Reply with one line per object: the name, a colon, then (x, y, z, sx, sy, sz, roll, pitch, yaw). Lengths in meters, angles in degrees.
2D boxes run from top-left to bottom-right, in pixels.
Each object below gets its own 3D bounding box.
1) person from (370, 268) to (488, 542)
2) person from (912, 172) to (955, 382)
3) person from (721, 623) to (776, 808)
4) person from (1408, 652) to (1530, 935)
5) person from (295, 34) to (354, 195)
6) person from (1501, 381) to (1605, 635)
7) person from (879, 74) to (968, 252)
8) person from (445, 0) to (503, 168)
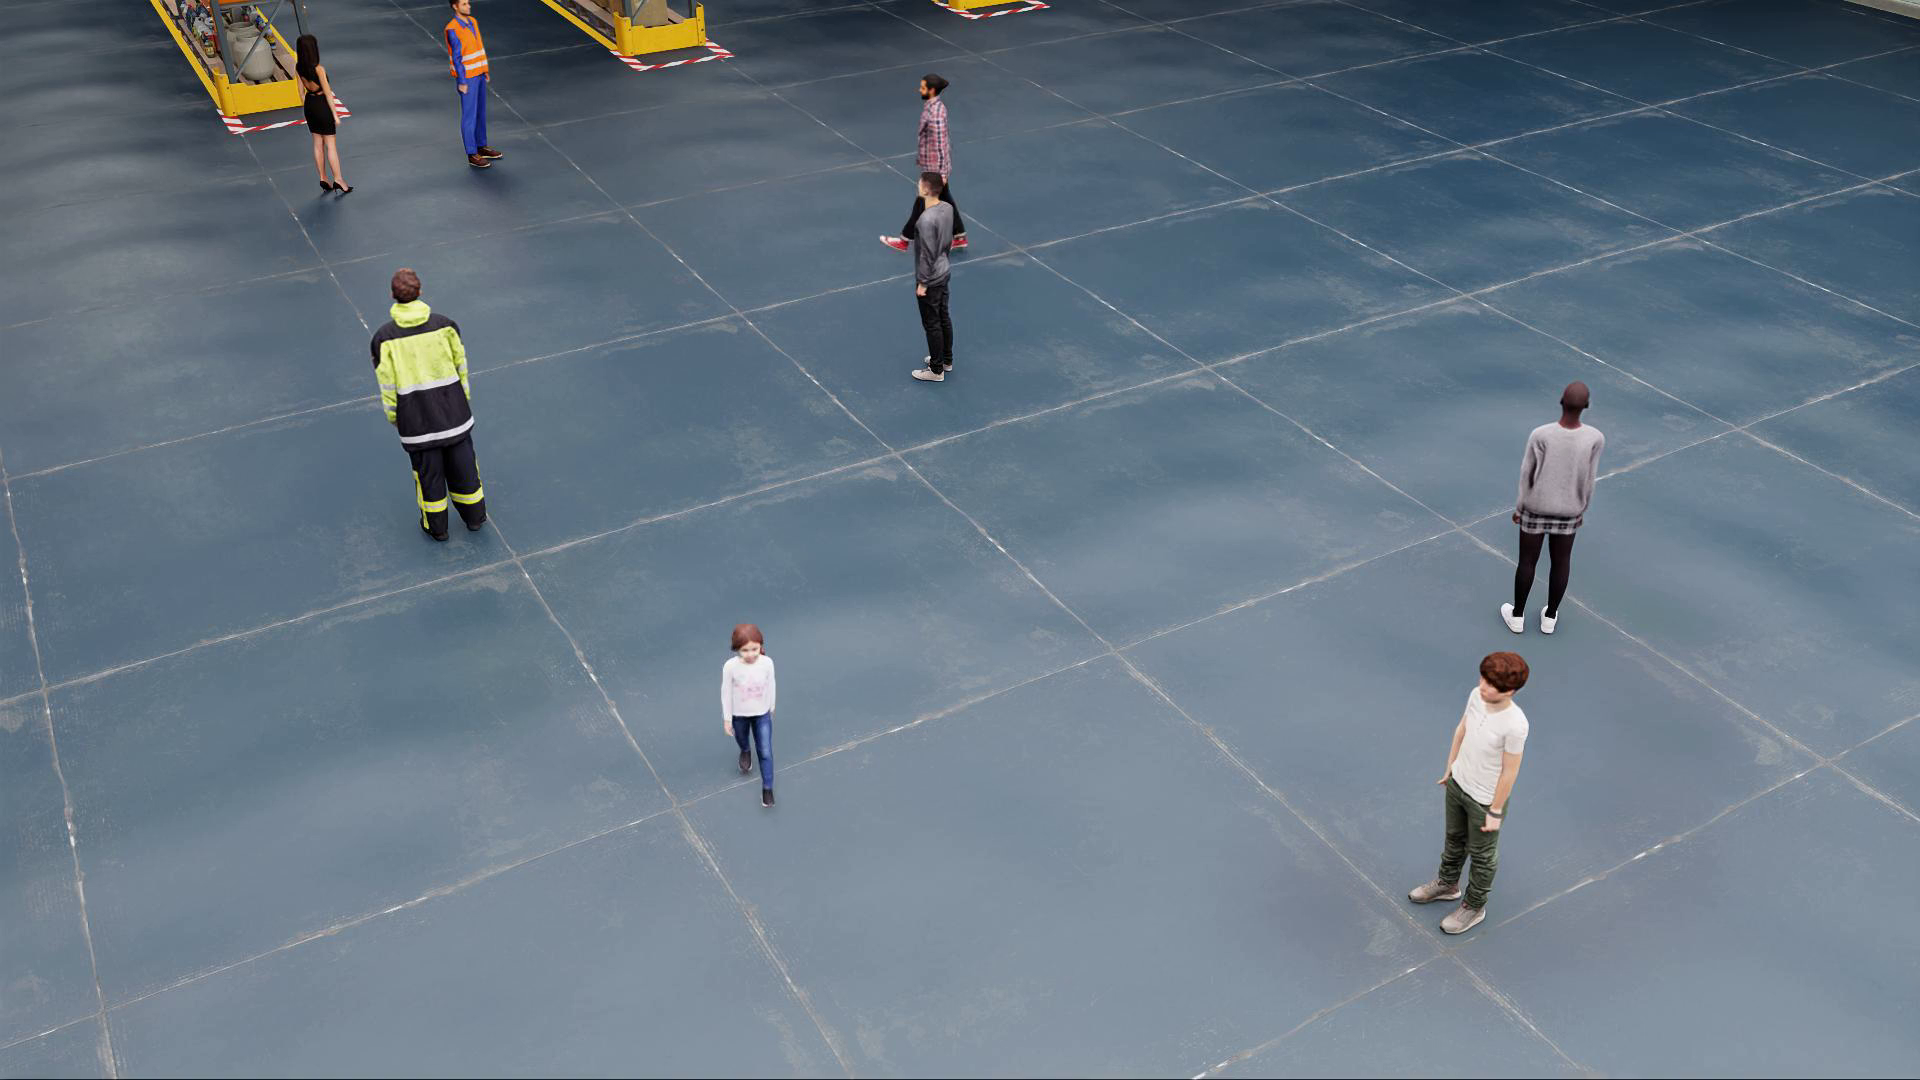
person: (-3.649, -0.929, 11.431, 0.755, 1.983, 0.610, -17, 36, -25)
person: (-0.215, -2.153, 13.579, 0.715, 1.760, 0.695, 14, 35, 21)
person: (-1.196, 0.912, 9.352, 0.630, 1.085, 0.853, -5, 33, -8)
person: (2.593, 1.241, 8.297, 0.642, 1.655, 0.489, -13, 35, -20)
person: (-6.653, -4.416, 17.270, 0.611, 1.648, 0.703, 13, 34, 20)
person: (3.726, -0.194, 10.463, 0.694, 1.771, 0.729, 4, 33, 7)
person: (-0.172, -3.549, 15.822, 1.099, 1.728, 1.164, -2, 32, -3)
person: (-5.299, -5.013, 18.016, 0.847, 1.863, 0.783, 8, 33, 12)
